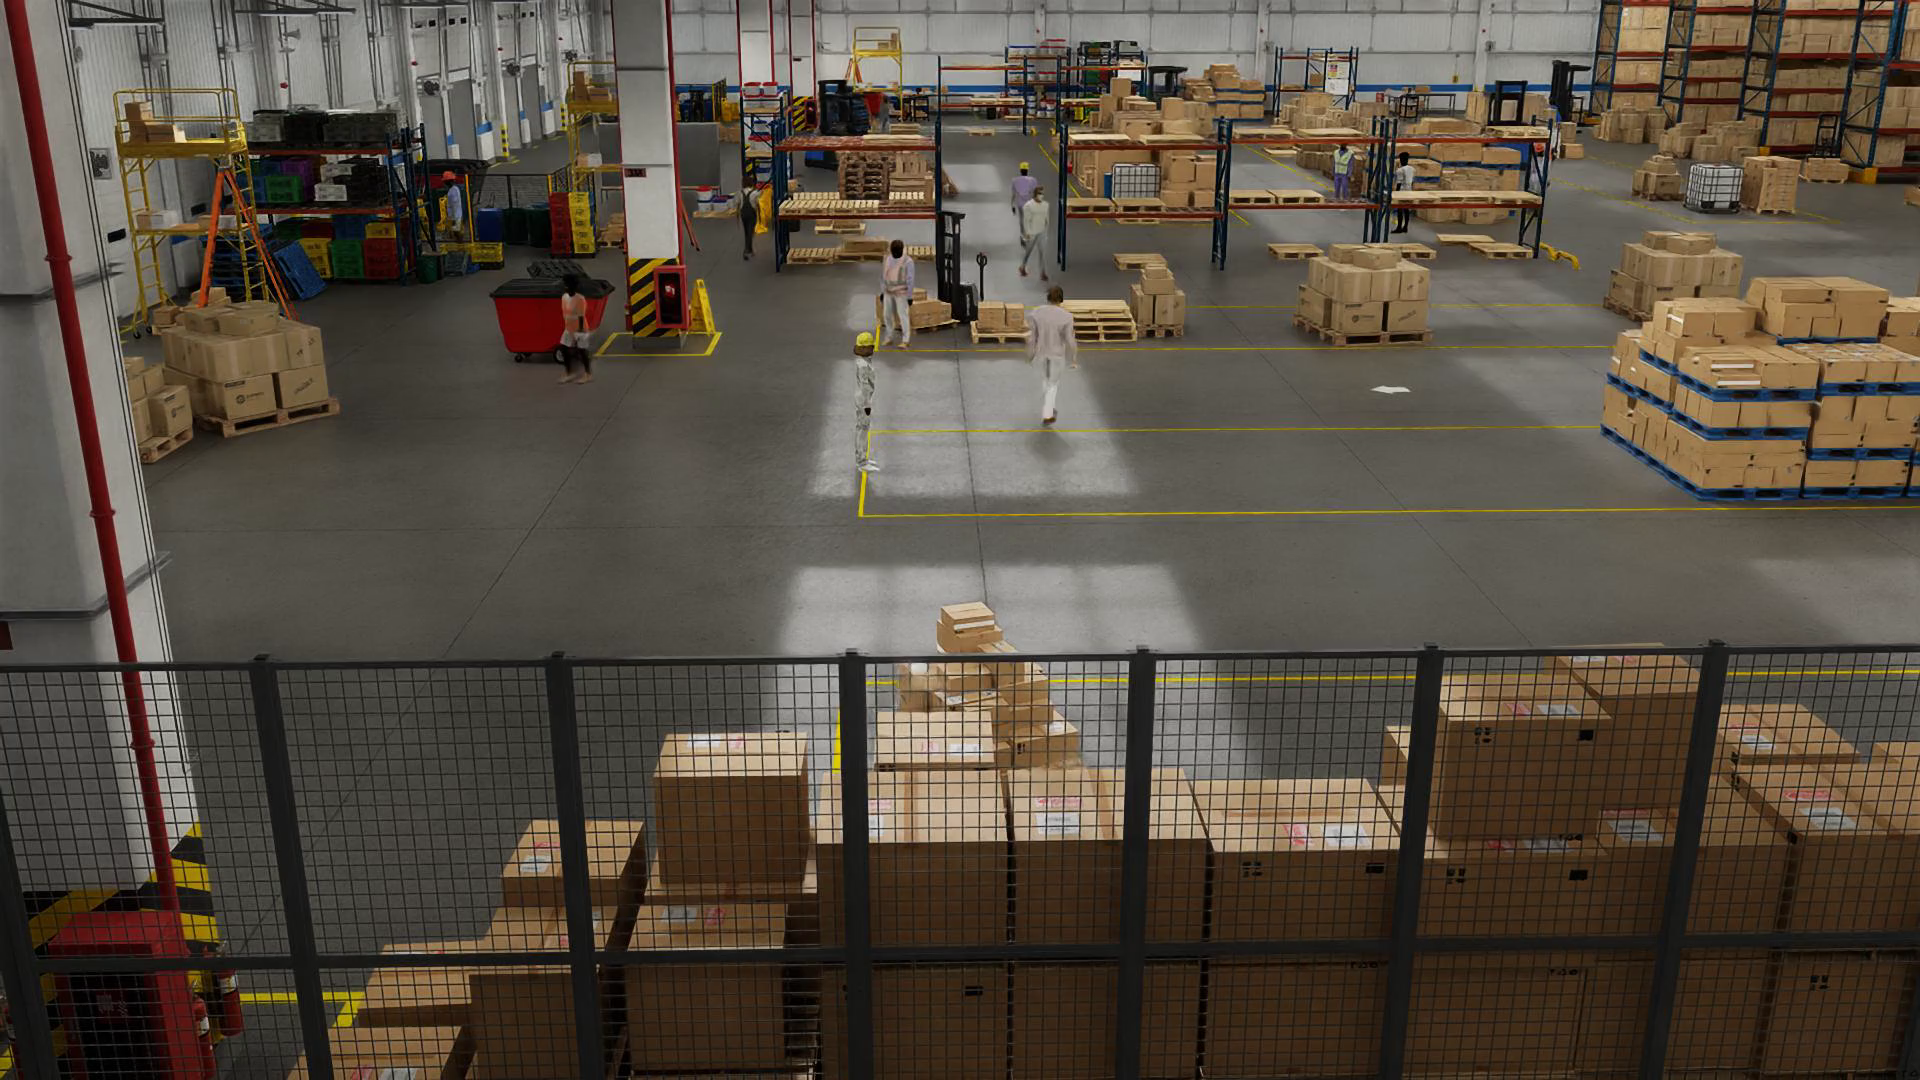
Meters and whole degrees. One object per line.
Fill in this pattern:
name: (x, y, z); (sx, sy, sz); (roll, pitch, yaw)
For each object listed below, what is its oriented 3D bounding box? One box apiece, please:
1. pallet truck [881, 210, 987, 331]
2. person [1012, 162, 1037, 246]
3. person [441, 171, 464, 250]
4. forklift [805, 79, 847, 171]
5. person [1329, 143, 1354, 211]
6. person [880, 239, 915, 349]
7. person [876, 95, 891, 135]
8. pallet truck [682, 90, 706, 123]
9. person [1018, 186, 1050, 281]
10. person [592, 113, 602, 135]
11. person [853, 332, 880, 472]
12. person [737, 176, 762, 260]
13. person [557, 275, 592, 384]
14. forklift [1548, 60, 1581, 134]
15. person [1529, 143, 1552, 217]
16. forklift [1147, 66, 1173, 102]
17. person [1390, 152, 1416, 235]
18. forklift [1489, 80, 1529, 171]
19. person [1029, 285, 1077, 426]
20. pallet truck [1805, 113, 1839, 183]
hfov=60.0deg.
pallet truck: (-0.493, -4.759, 29.349); (1.885, 1.965, 0.823); (-13, 23, -34)
person: (1.475, -7.785, 38.493); (0.603, 1.900, 0.871); (6, 20, 17)
person: (-11.075, -7.086, 36.350); (0.378, 1.932, 0.551); (-4, 19, -12)
forklift: (-4.097, -13.405, 53.639); (1.129, 2.768, 1.873); (-17, 25, -40)
person: (10.141, -9.706, 44.146); (0.593, 1.920, 0.392); (16, 24, 39)
person: (-1.051, -4.085, 27.619); (0.631, 1.829, 0.431); (12, 22, 32)
person: (-2.819, -15.196, 60.463); (0.904, 1.910, 0.634); (-5, 19, -14)
pallet truck: (-9.671, -15.907, 62.421); (0.823, 1.965, 1.885); (5, 19, 15)
person: (1.531, -6.313, 34.133); (0.644, 1.904, 0.999); (-9, 20, -24)
person: (-14.370, -16.837, 65.744); (0.712, 1.633, 0.339); (16, 24, 39)
person: (-1.171, -1.731, 20.758); (0.294, 1.744, 0.484); (-3, 19, -8)
person: (-4.660, -7.083, 36.563); (0.500, 1.807, 0.923); (3, 19, 9)
person: (-5.865, -3.154, 25.080); (0.538, 1.675, 0.628); (13, 23, 35)
forklift: (23.757, -17.640, 66.201); (1.873, 2.768, 1.129); (0, 19, -1)
person: (14.990, -9.322, 43.052); (0.556, 1.902, 0.564); (4, 19, 12)
forklift: (7.425, -16.286, 62.184); (1.129, 2.768, 1.873); (-9, 21, -25)
person: (10.668, -8.355, 40.076); (0.603, 1.959, 0.376); (-14, 23, -37)
forklift: (17.587, -13.331, 53.418); (1.129, 2.768, 1.873); (-1, 19, -1)
person: (1.337, -2.572, 22.980); (0.663, 1.914, 0.783); (11, 21, 29)
pallet truck: (26.403, -11.957, 50.702); (0.823, 1.965, 1.885); (6, 19, 16)
